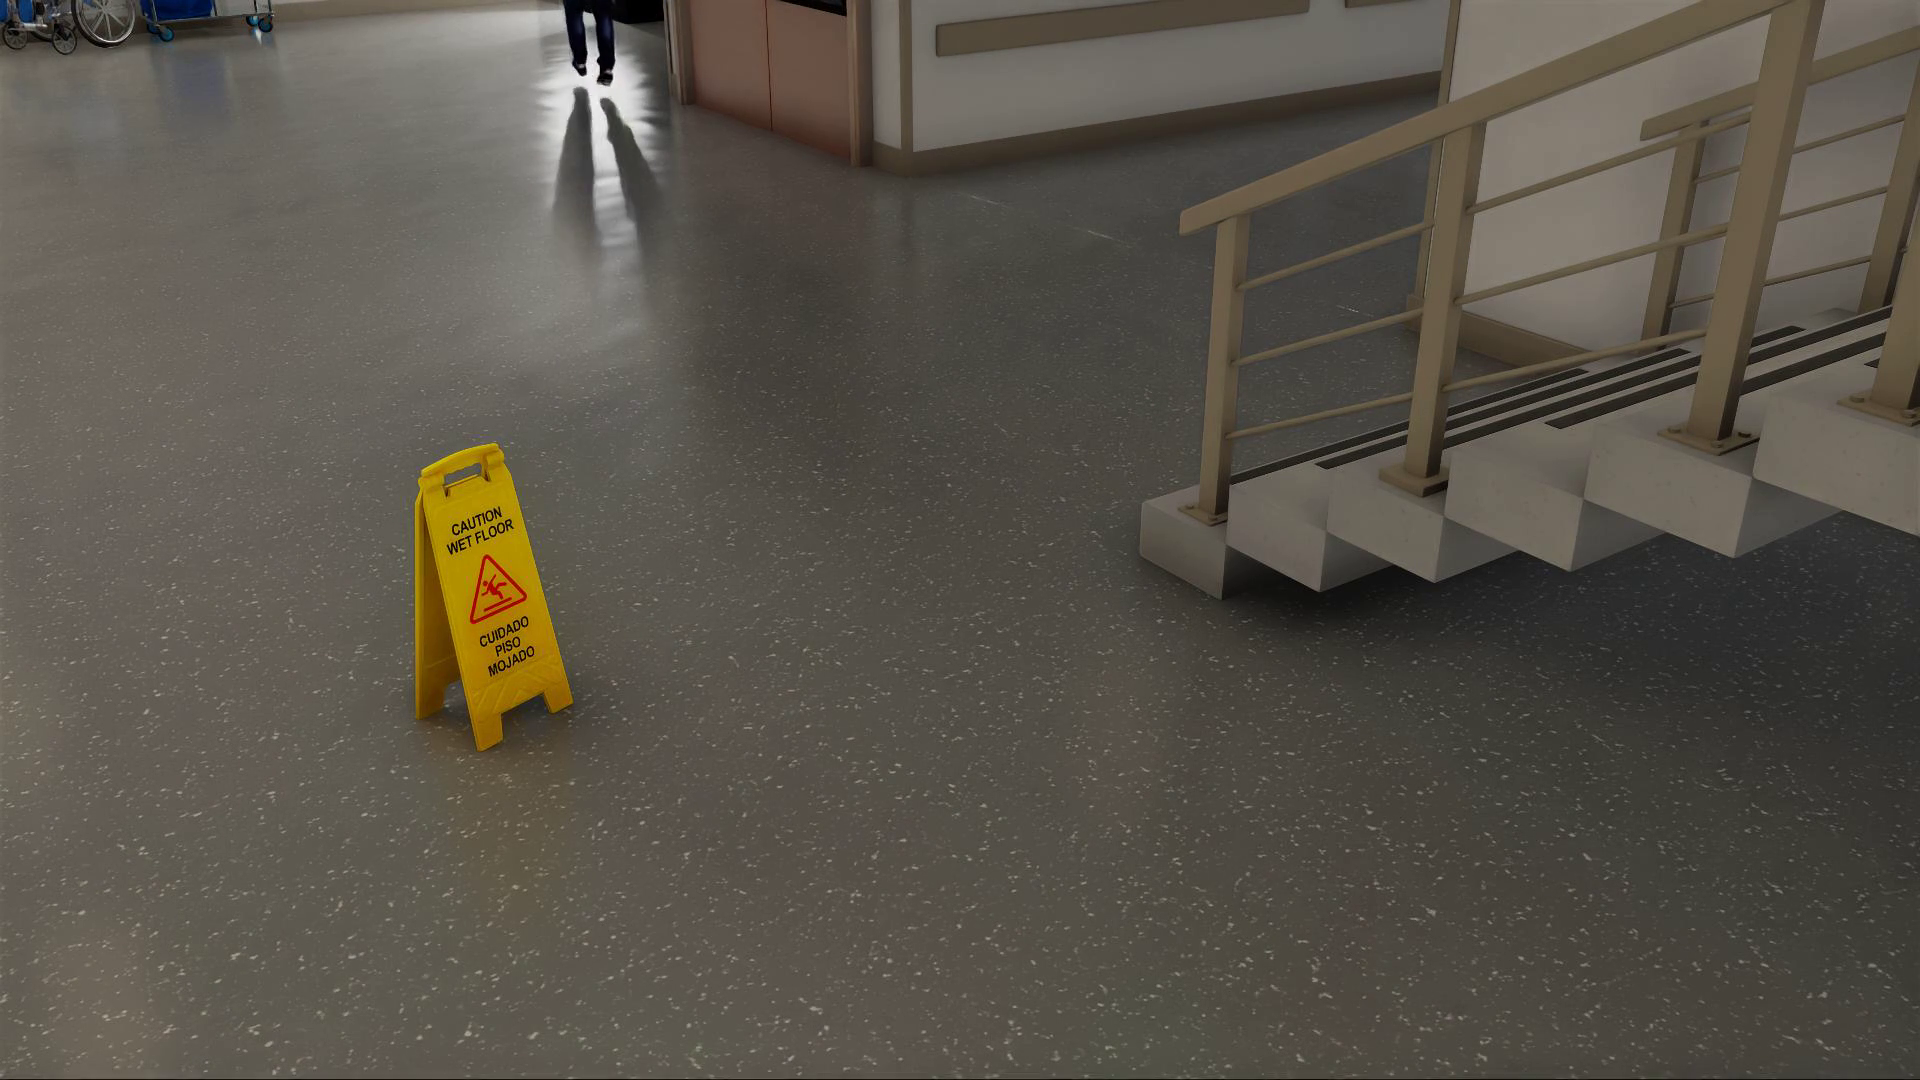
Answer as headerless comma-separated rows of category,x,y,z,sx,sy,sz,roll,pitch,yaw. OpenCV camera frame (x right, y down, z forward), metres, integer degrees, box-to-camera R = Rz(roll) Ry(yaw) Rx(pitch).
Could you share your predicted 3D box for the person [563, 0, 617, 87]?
person,-2.814,-4.305,12.572,0.957,1.769,1.300,-9,27,-18
